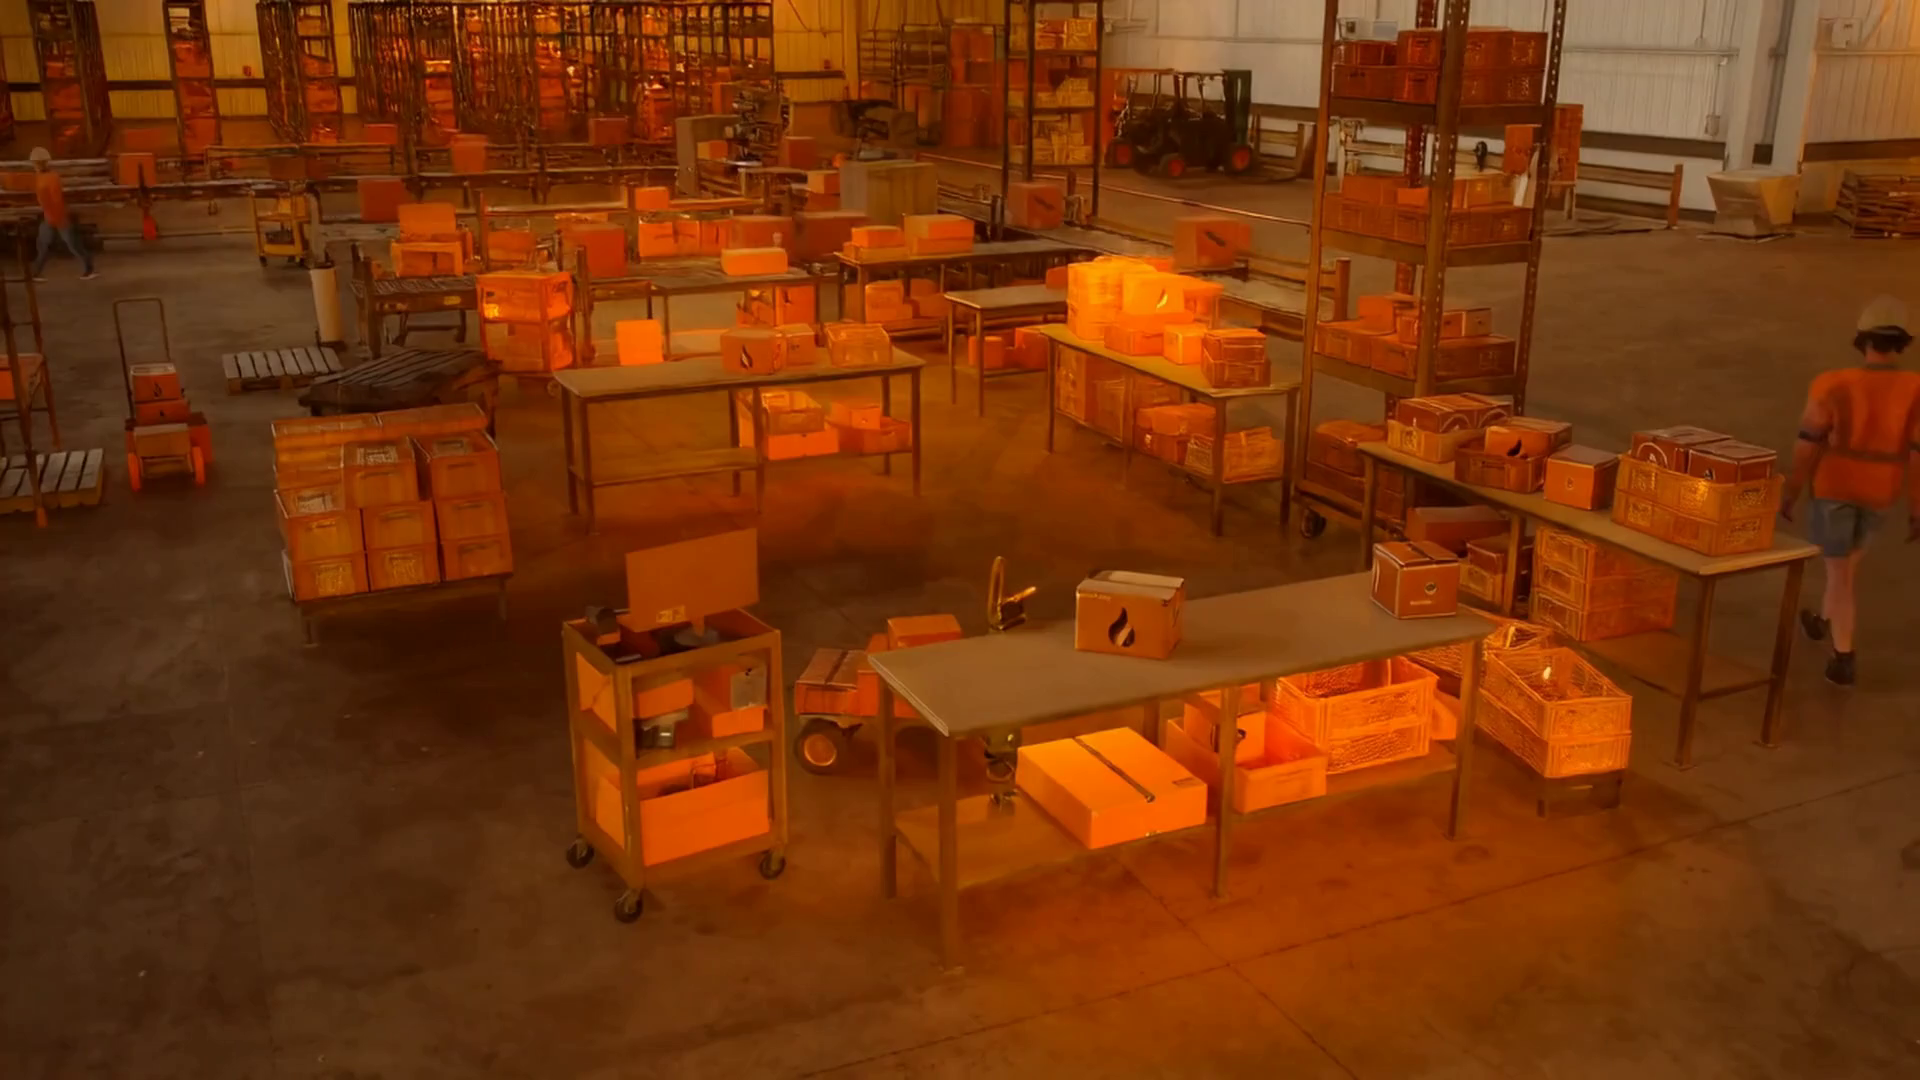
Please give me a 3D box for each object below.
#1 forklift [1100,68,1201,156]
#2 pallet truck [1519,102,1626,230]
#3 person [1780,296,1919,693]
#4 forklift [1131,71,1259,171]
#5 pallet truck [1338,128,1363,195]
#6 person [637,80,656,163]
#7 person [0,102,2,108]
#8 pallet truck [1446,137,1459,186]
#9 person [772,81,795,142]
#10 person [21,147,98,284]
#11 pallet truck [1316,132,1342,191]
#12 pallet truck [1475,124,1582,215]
[{"bbox_3d":[4.082,-9.564,37.410,2.680,1.987,1.157,-8,19,-23],"label":"forklift"},{"bbox_3d":[9.972,-6.037,26.785,1.885,1.965,0.823,-9,20,-25],"label":"pallet truck"},{"bbox_3d":[4.631,-0.271,8.642,0.626,1.987,1.036,3,18,8],"label":"person"},{"bbox_3d":[4.998,-8.936,35.413,2.680,1.987,1.157,-9,20,-25],"label":"forklift"},{"bbox_3d":[7.845,-7.140,31.411,1.522,1.261,0.704,-9,20,-25],"label":"pallet truck"},{"bbox_3d":[-7.027,-9.343,37.346,0.410,1.909,0.642,-6,19,-18],"label":"person"},{"bbox_3d":[-28.000,-12.813,48.384,0.390,1.842,0.563,0,18,1],"label":"person"},{"bbox_3d":[9.184,-6.485,29.328,1.630,1.274,0.653,-8,19,-23],"label":"pallet truck"},{"bbox_3d":[-4.091,-9.664,38.480,0.590,1.833,0.404,5,18,15],"label":"person"},{"bbox_3d":[-11.614,-4.151,21.302,0.539,1.721,0.920,13,22,35],"label":"person"},{"bbox_3d":[7.723,-7.504,32.656,1.601,1.201,0.680,-8,19,-23],"label":"pallet truck"},{"bbox_3d":[9.707,-6.455,28.103,1.885,1.965,0.823,-7,19,-20],"label":"pallet truck"}]
